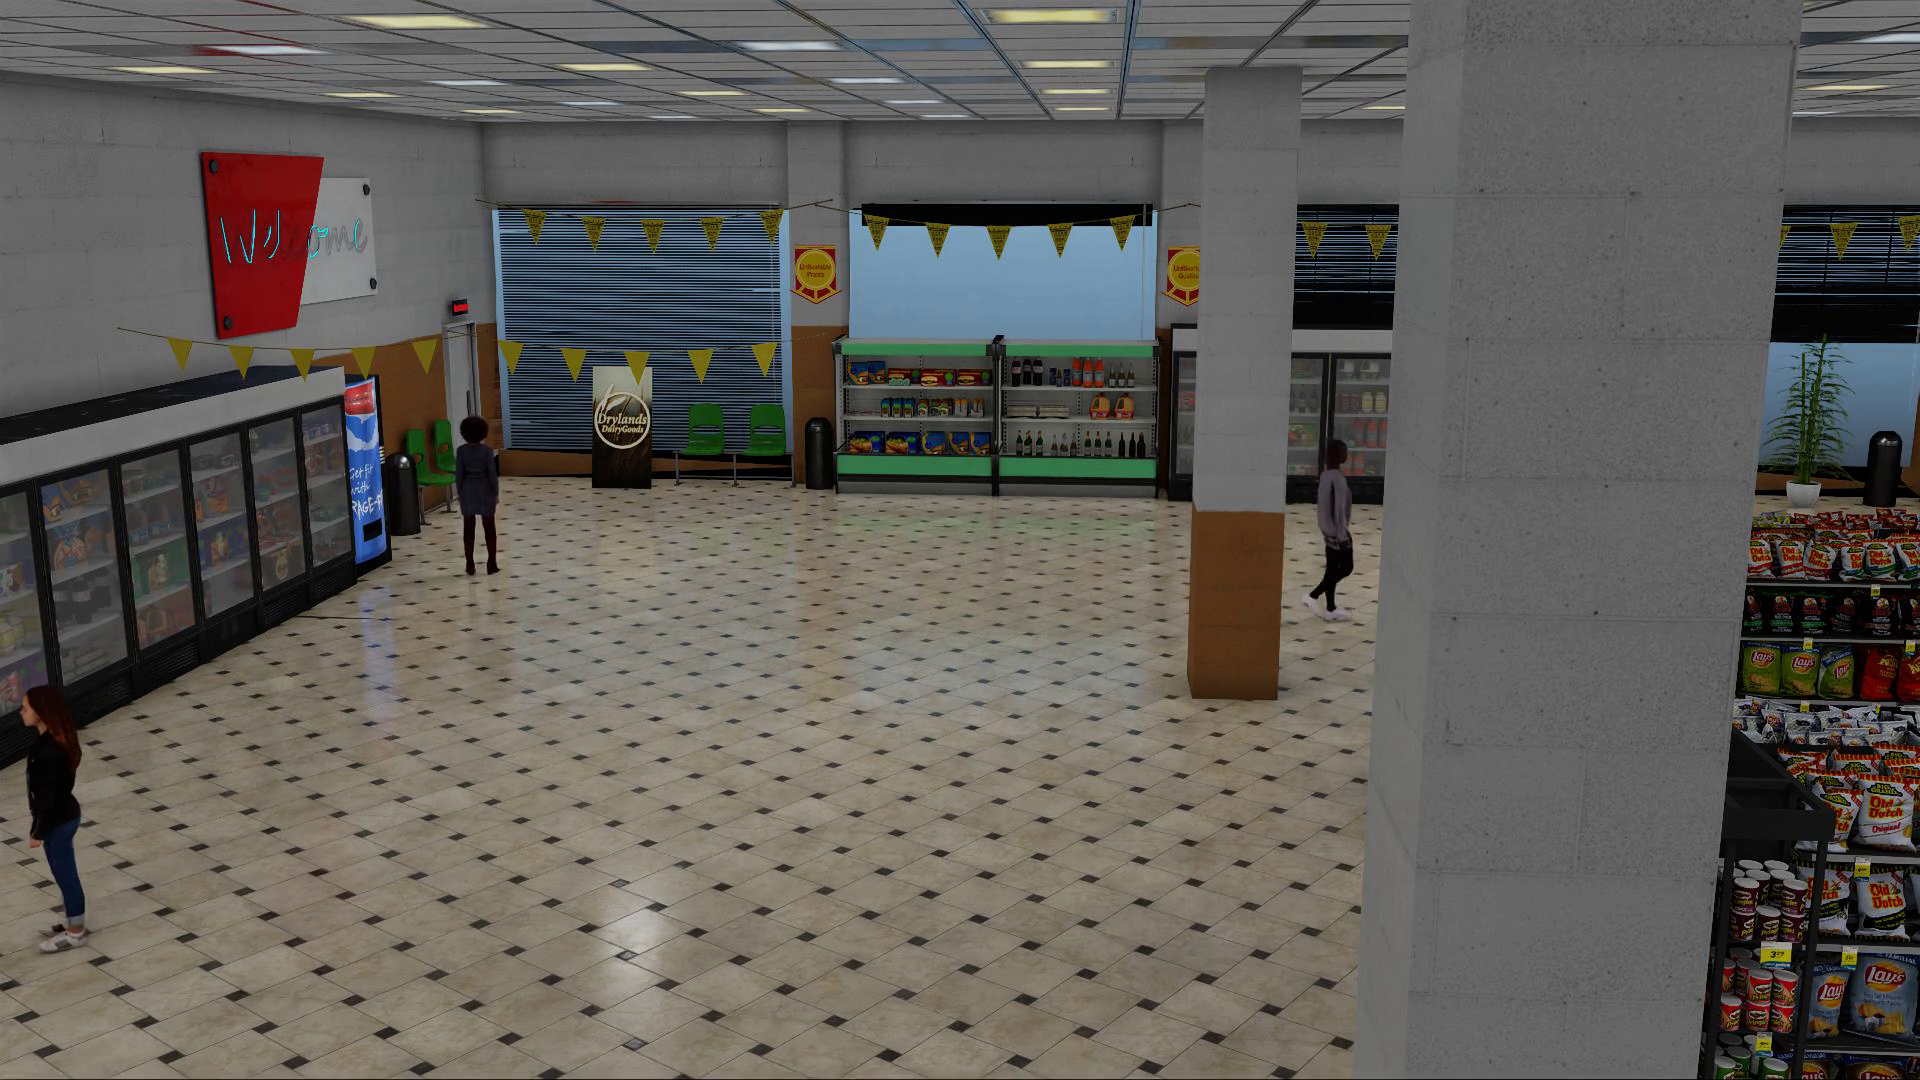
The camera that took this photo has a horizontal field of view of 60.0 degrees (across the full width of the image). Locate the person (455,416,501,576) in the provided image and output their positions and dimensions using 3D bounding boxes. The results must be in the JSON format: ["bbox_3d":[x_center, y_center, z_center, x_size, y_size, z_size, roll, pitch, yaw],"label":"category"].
[{"bbox_3d":[-5.210,-0.477,17.900,0.468,1.709,0.684,-1,12,-5],"label":"person"}]

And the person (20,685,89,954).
[{"bbox_3d":[-4.892,1.501,9.060,0.685,1.481,0.659,-6,13,-26],"label":"person"}]

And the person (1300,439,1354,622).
[{"bbox_3d":[3.488,-0.076,15.855,0.846,1.767,0.734,-1,12,-7],"label":"person"}]
